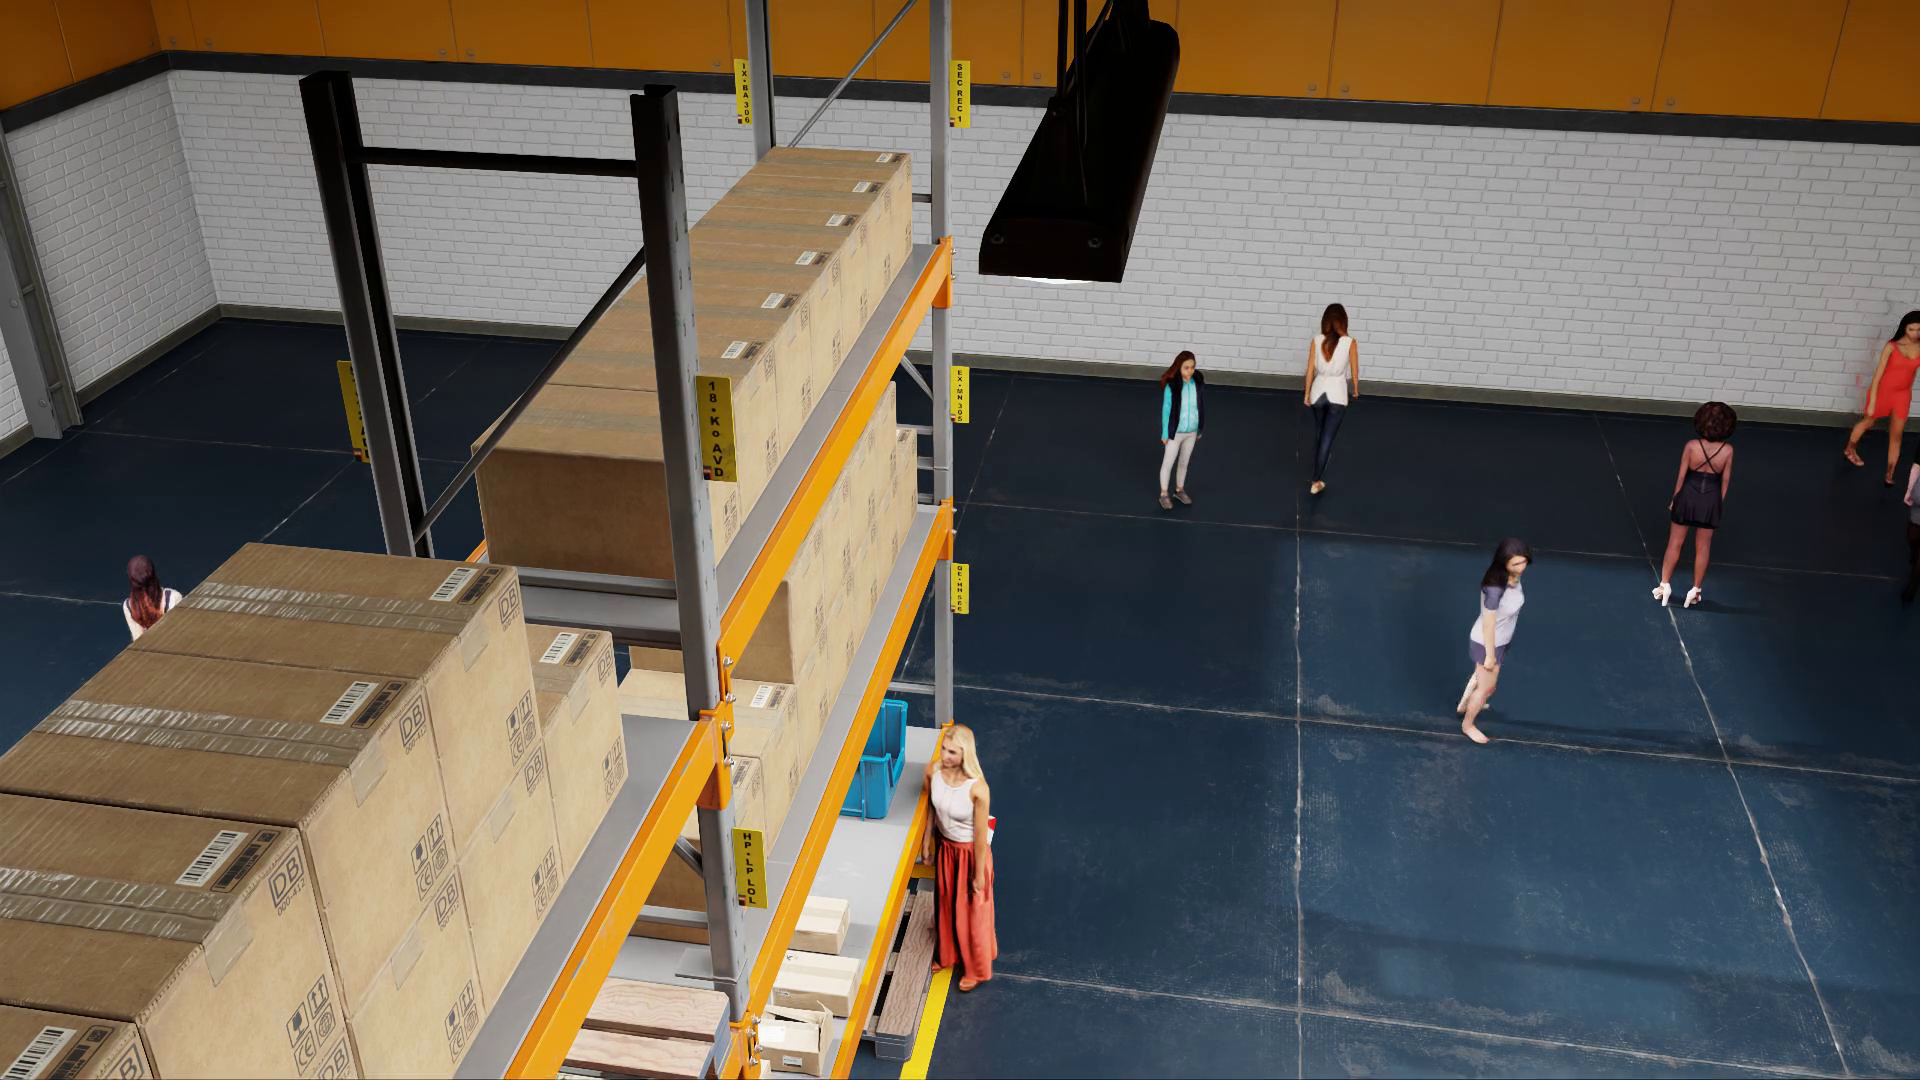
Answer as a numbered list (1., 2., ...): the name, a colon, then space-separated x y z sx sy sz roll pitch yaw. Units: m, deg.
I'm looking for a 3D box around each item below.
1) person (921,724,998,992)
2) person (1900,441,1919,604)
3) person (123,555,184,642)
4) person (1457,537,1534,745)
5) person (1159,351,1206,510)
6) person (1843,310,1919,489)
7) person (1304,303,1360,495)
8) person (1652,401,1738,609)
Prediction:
1. person: 0.010 1.795 9.503 0.718 1.800 0.744 22 35 34
2. person: 7.877 -0.286 13.410 1.069 1.712 1.243 24 37 37
3. person: -5.377 0.878 11.367 0.853 1.625 1.073 -10 30 -17
4. person: 3.721 0.669 11.699 0.918 1.674 0.724 10 30 17
5. person: 1.985 -1.010 14.960 0.687 1.499 0.732 -13 31 -23
6. person: 8.575 -1.357 15.422 0.791 1.665 1.189 -3 29 -5
7. person: 3.326 -1.240 15.118 0.794 1.751 1.060 15 32 25
8. person: 5.897 -0.273 13.304 0.577 1.790 0.565 8 30 15
